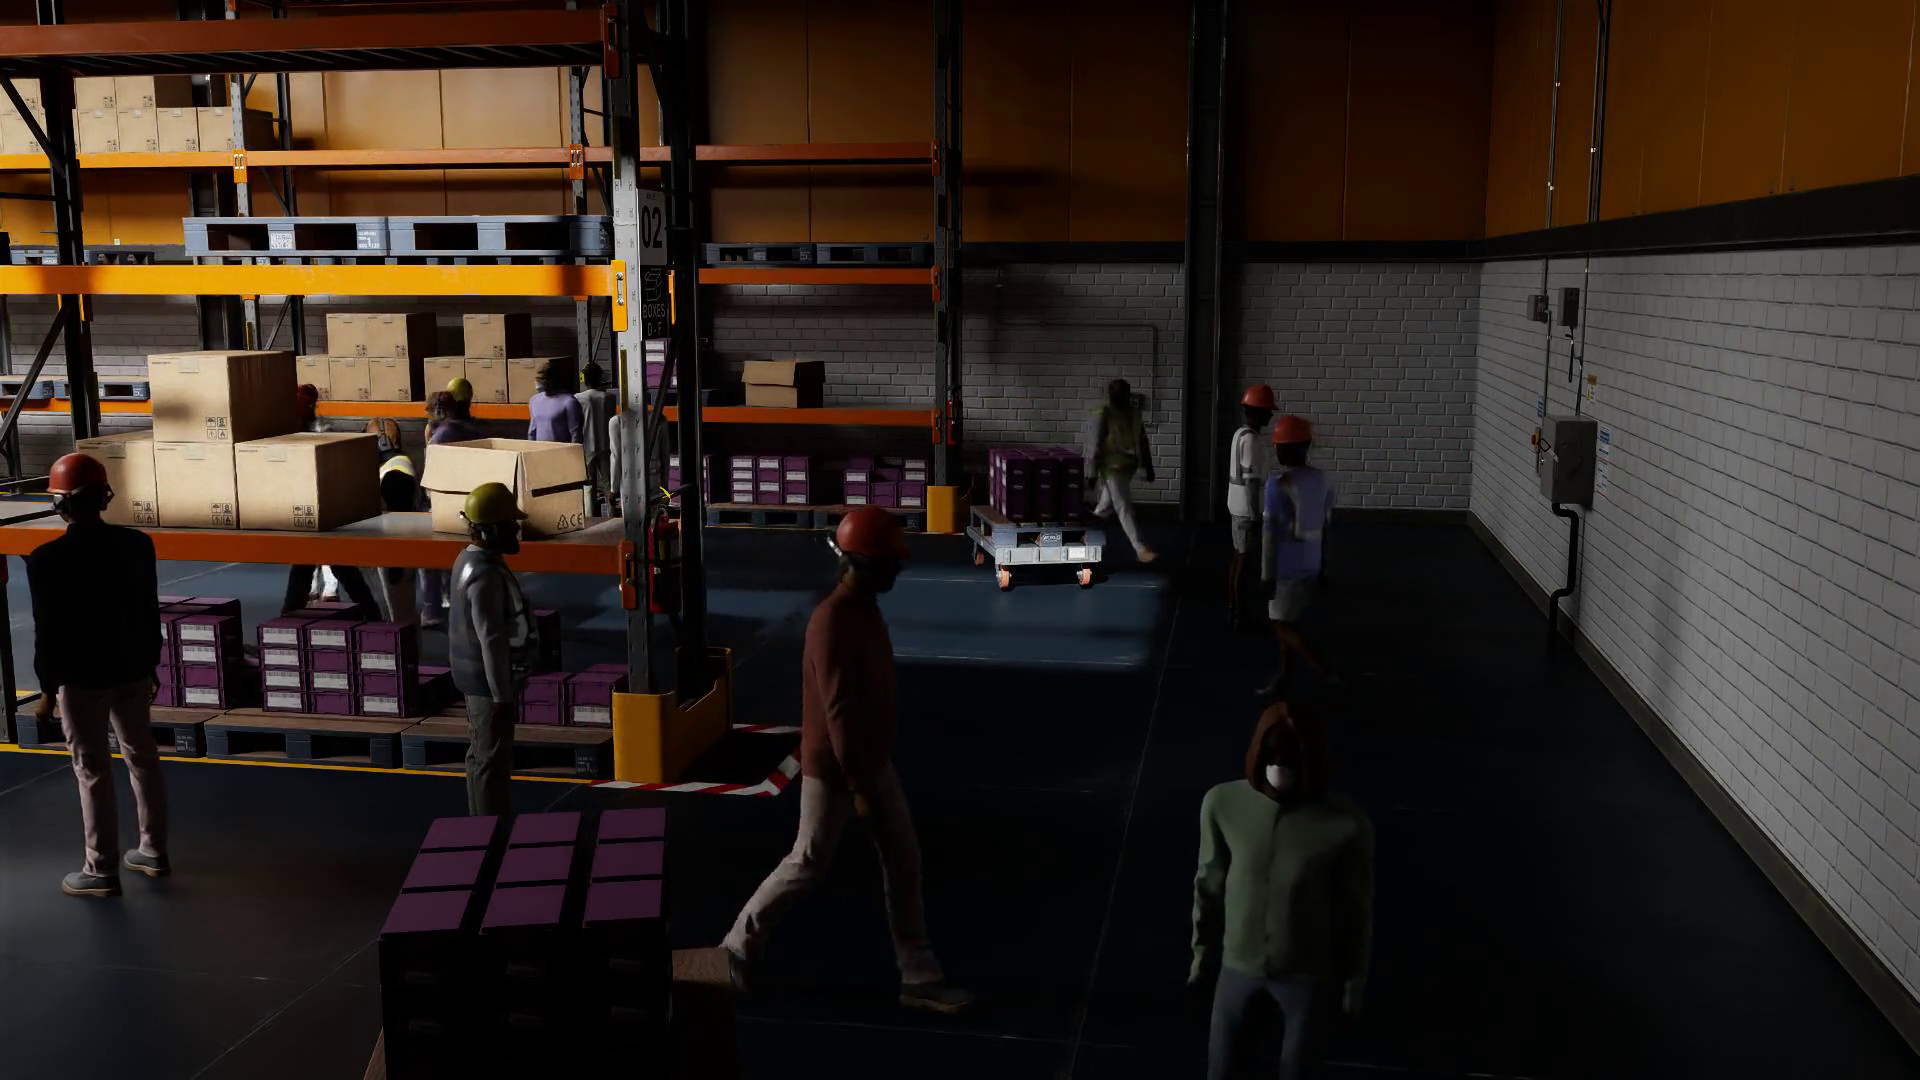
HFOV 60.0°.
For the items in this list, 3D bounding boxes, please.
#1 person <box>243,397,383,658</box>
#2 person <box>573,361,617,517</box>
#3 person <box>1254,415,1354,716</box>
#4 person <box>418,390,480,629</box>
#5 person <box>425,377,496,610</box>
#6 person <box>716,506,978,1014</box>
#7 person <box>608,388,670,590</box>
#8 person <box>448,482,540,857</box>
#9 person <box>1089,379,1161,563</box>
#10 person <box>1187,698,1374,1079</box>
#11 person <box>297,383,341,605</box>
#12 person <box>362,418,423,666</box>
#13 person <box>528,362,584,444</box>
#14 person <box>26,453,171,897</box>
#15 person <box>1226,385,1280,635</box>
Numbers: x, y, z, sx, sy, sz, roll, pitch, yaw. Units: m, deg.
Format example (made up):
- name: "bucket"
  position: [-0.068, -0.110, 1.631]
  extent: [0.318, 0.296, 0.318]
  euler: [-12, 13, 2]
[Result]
- name: "person"
  position: [-4.687, -0.092, 12.028]
  extent: [1.057, 1.920, 0.699]
  euler: [-3, 10, -19]
- name: "person"
  position: [-3.804, -0.918, 17.314]
  extent: [0.533, 1.869, 0.311]
  euler: [-6, 11, -33]
- name: "person"
  position: [2.179, 0.170, 10.497]
  extent: [0.538, 1.910, 0.821]
  euler: [-7, 12, -38]
- name: "person"
  position: [-4.042, -0.227, 12.996]
  extent: [0.779, 1.876, 0.661]
  euler: [3, 10, 16]
- name: "person"
  position: [-4.131, -0.390, 13.850]
  extent: [0.585, 1.928, 0.378]
  euler: [-5, 10, -29]
- name: "person"
  position: [-0.475, 0.826, 6.273]
  extent: [1.016, 1.947, 0.599]
  euler: [3, 10, 19]
- name: "person"
  position: [-2.802, -0.481, 14.551]
  extent: [0.584, 1.882, 0.337]
  euler: [-8, 12, -39]
- name: "person"
  position: [-2.157, 0.643, 7.737]
  extent: [0.404, 1.834, 0.591]
  euler: [-4, 10, -22]
- name: "person"
  position: [1.561, -0.682, 16.160]
  extent: [0.723, 1.780, 1.005]
  euler: [-9, 13, -44]
- name: "person"
  position: [0.917, 1.227, 4.744]
  extent: [0.520, 1.619, 0.458]
  euler: [4, 10, 25]
- name: "person"
  position: [-5.372, -0.354, 13.769]
  extent: [0.572, 1.883, 0.355]
  euler: [6, 11, 31]
- name: "person"
  position: [-3.789, 0.102, 11.101]
  extent: [0.429, 1.837, 0.629]
  euler: [-4, 10, -23]
- name: "person"
  position: [-3.892, -0.742, 16.015]
  extent: [0.629, 1.936, 0.372]
  euler: [5, 11, 30]
- name: "person"
  position: [-3.883, 0.602, 7.489]
  extent: [0.395, 1.994, 0.612]
  euler: [5, 10, 26]
- name: "person"
  position: [2.265, -0.237, 12.895]
  extent: [0.376, 1.932, 0.543]
  euler: [0, 9, 2]
